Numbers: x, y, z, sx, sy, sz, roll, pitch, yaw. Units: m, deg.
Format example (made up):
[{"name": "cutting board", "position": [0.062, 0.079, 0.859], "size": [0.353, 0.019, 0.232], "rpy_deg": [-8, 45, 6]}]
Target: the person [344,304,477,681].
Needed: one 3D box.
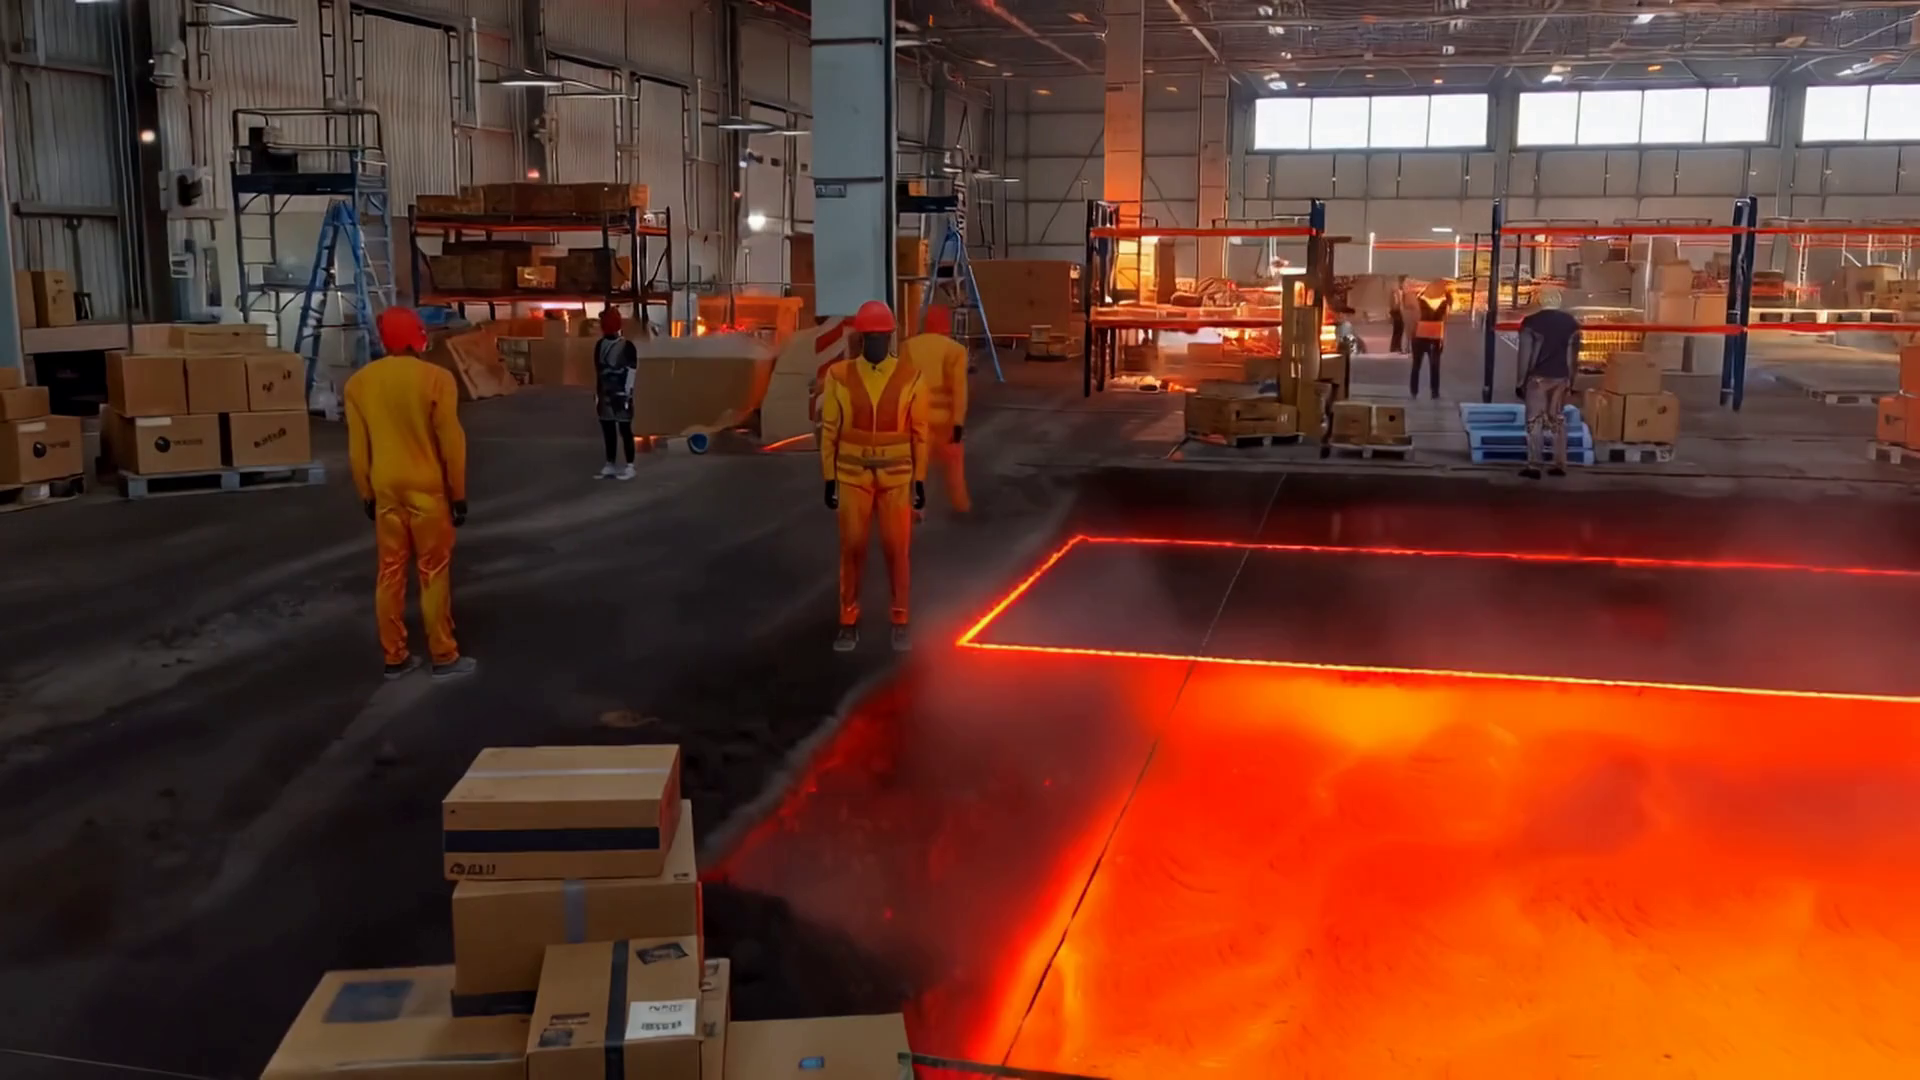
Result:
[{"name": "person", "position": [-2.822, -0.235, 8.556], "size": [0.627, 1.940, 0.375], "rpy_deg": [2, 10, 13]}]

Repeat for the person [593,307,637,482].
[{"name": "person", "position": [-3.377, -1.417, 16.213], "size": [0.540, 1.698, 0.317], "rpy_deg": [7, 12, 35]}]

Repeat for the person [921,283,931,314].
[{"name": "person", "position": [-0.924, -7.354, 50.511], "size": [0.544, 1.929, 0.386], "rpy_deg": [-5, 11, -26]}]

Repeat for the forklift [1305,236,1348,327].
[{"name": "forklift", "position": [10.940, -7.972, 51.344], "size": [1.873, 2.768, 1.129], "rpy_deg": [-2, 10, -14]}]

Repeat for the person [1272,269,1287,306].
[{"name": "person", "position": [9.053, -6.617, 46.418], "size": [0.610, 1.835, 0.958], "rpy_deg": [-3, 10, -20]}]

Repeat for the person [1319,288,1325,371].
[{"name": "person", "position": [6.812, -4.104, 31.943], "size": [0.485, 1.738, 0.322], "rpy_deg": [-4, 10, -22]}]

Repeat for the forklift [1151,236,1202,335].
[{"name": "forklift", "position": [5.866, -7.214, 46.878], "size": [1.873, 2.768, 1.129], "rpy_deg": [2, 10, 14]}]

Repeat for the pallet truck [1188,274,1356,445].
[{"name": "pallet truck", "position": [3.653, -2.138, 19.590], "size": [1.885, 1.965, 0.823], "rpy_deg": [-4, 10, -20]}]

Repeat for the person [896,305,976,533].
[{"name": "person", "position": [-0.181, -0.987, 13.408], "size": [0.626, 1.795, 0.944], "rpy_deg": [3, 10, 19]}]

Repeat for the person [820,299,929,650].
[{"name": "person", "position": [-0.471, -0.355, 9.234], "size": [0.605, 1.949, 0.384], "rpy_deg": [0, 10, -2]}]

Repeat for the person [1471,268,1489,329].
[{"name": "person", "position": [15.935, -7.381, 50.869], "size": [0.615, 1.859, 1.036], "rpy_deg": [4, 11, 24]}]

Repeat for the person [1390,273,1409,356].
[{"name": "person", "position": [9.757, -5.002, 36.938], "size": [0.399, 1.830, 0.606], "rpy_deg": [2, 10, 9]}]

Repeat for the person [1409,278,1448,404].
[{"name": "person", "position": [6.979, -2.949, 24.754], "size": [0.640, 1.858, 0.976], "rpy_deg": [-1, 10, -6]}]

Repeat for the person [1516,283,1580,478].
[{"name": "person", "position": [5.832, -1.578, 16.534], "size": [0.642, 1.927, 0.388], "rpy_deg": [-3, 10, -15]}]

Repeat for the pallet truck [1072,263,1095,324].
[{"name": "pallet truck", "position": [4.325, -8.180, 55.162], "size": [0.823, 1.965, 1.885], "rpy_deg": [6, 11, 31]}]
